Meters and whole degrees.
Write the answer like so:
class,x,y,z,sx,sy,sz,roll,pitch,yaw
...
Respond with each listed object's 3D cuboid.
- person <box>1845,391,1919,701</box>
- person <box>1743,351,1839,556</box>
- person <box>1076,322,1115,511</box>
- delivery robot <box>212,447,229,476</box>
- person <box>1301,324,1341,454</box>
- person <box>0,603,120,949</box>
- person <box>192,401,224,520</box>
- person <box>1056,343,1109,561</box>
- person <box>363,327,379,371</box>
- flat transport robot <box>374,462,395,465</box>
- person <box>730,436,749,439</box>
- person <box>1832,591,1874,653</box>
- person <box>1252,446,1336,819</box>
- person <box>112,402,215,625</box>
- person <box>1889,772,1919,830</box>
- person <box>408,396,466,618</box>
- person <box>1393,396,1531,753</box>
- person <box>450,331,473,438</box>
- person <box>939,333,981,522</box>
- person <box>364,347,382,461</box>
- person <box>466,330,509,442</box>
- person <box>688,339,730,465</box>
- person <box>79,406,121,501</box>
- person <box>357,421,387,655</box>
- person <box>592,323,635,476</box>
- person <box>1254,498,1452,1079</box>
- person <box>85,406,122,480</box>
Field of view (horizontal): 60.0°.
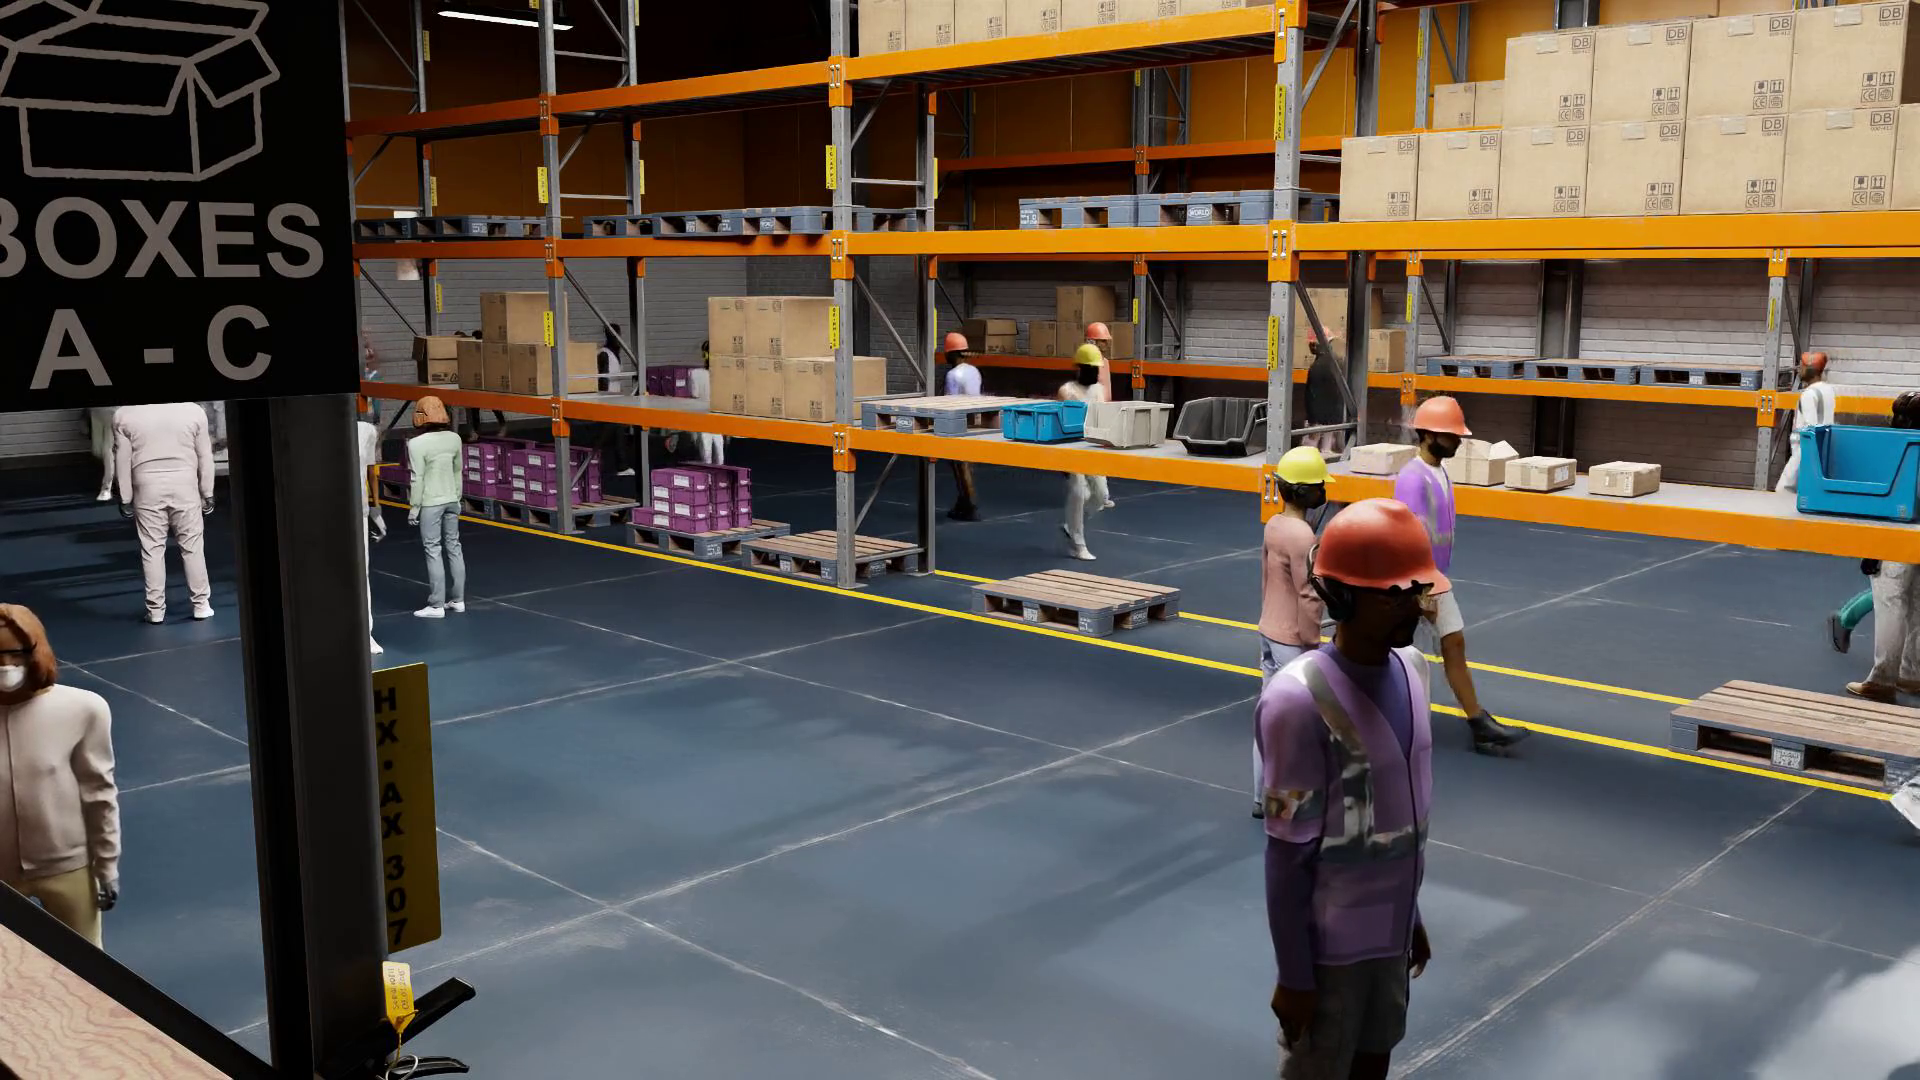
class,x,y,z,sx,sy,sz,roll,pitch,yaw
person,5.598,0.037,9.896,0.625,1.844,0.429,-5,10,-28
person,7.659,-0.772,14.902,0.579,1.840,0.988,-8,12,-40
person,1.443,-1.315,17.714,0.382,1.994,0.613,5,11,28
delivery robot,-8.451,-0.906,19.322,0.707,0.478,0.477,-5,10,-26
person,3.883,-1.299,17.665,0.746,1.977,0.629,7,12,38
person,-2.696,0.975,4.811,0.493,1.627,0.284,-4,10,-26
person,-7.895,-1.129,17.177,0.604,1.808,0.776,-1,9,-7
person,1.076,-0.771,14.638,0.602,1.914,0.466,-8,12,-39
person,-7.539,-1.774,20.886,0.644,1.881,0.428,9,13,43
flat transport robot,-7.499,-0.795,19.800,1.431,0.197,0.652,-2,9,-12
person,-3.410,-2.498,25.172,0.370,1.929,0.585,-6,11,-32
person,6.028,-0.028,10.618,0.532,1.738,0.746,-4,10,-22
person,1.523,0.455,7.560,0.316,1.769,0.524,-1,9,-8
person,-5.742,-0.344,12.034,0.652,1.906,0.402,-5,10,-26
person,4.429,0.523,7.300,0.406,1.711,0.512,4,10,21
person,-3.862,-0.245,12.263,0.279,1.633,0.505,5,10,26
person,2.526,0.208,8.672,0.941,1.892,0.576,7,11,36
person,-7.460,-2.302,24.886,0.519,1.633,0.311,-3,10,-19
person,-0.027,-1.141,16.893,0.597,1.912,0.590,5,11,30
person,-7.279,-1.539,20.243,0.527,1.620,0.466,4,10,22
person,-7.052,-2.304,24.812,0.533,1.666,0.819,3,10,20
person,-2.604,-1.147,17.112,0.554,1.854,0.548,8,12,41
person,-9.543,-1.378,18.596,0.529,1.833,0.728,0,9,-2
person,-4.056,-0.150,10.959,0.537,1.869,0.314,-6,11,-34
person,-4.305,-1.708,20.414,0.584,1.897,0.645,1,9,3
person,0.943,0.911,3.918,0.376,2.041,0.615,8,13,42
person,-10.297,-1.714,20.021,0.538,2.000,0.707,-1,9,-8
